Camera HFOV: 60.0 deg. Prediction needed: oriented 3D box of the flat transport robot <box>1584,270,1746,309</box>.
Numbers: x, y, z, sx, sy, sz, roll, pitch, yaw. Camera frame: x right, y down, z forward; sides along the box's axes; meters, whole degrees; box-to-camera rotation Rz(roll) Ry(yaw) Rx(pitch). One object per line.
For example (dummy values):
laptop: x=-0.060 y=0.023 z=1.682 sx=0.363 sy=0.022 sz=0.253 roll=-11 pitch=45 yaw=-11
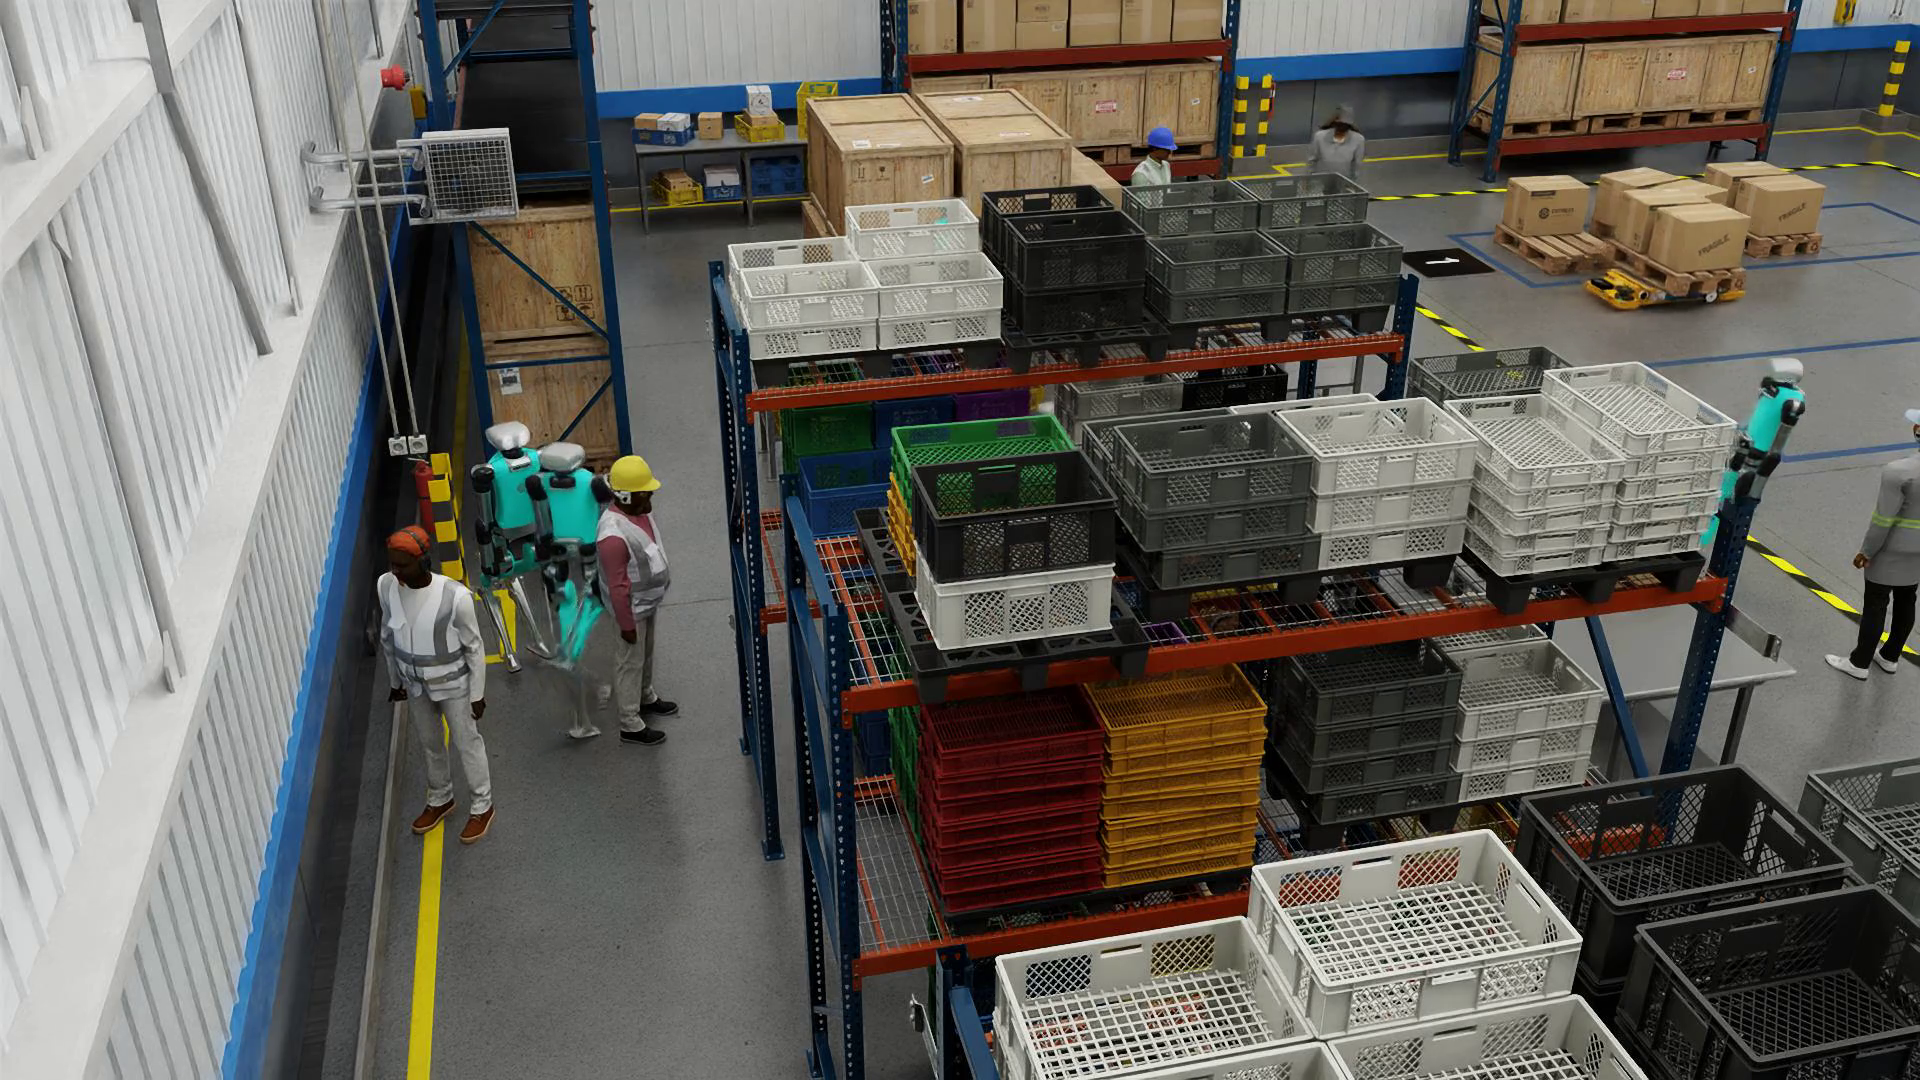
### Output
flat transport robot: x=7.203 y=-2.611 z=16.971 sx=1.431 sy=0.197 sz=0.652 roll=-6 pitch=28 yaw=-12

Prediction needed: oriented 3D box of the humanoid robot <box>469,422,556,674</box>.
humanoid robot: x=-2.817 y=-0.010 z=10.349 sx=0.533 sy=1.676 sz=0.735 roll=-20 pitch=34 yaw=-34

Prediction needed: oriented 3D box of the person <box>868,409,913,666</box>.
person: x=-0.382 y=-0.017 z=10.182 sx=0.392 sy=2.040 sz=0.607 roll=9 pitch=29 yaw=16

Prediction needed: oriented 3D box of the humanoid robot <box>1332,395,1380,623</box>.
humanoid robot: x=2.555 y=-0.218 z=10.974 sx=0.594 sy=1.635 sz=0.722 roll=-3 pitch=28 yaw=-6

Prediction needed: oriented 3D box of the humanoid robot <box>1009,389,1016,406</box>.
humanoid robot: x=0.223 y=-0.238 z=11.002 sx=0.494 sy=1.641 sz=0.611 roll=-5 pitch=28 yaw=-10

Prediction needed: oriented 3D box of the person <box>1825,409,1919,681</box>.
person: x=5.830 y=0.015 z=10.320 sx=0.588 sy=1.852 sz=0.375 roll=-8 pitch=29 yaw=-14

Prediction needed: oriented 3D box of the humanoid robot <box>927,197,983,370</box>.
humanoid robot: x=0.068 y=-1.957 z=14.179 sx=0.596 sy=1.765 sz=0.883 roll=-6 pitch=28 yaw=-11

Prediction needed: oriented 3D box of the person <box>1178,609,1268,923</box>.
person: x=1.232 y=1.166 z=8.162 sx=0.616 sy=1.836 sz=0.432 roll=-17 pitch=32 yaw=-29

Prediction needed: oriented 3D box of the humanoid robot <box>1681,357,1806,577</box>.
humanoid robot: x=5.101 y=-0.373 z=11.204 sx=0.810 sy=1.794 sz=0.552 roll=3 pitch=28 yaw=6

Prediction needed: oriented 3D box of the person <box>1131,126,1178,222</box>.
person: x=1.839 y=-2.997 z=15.947 sx=0.412 sy=1.939 sz=0.604 roll=18 pitch=33 yaw=30

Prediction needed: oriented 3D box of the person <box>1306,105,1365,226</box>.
person: x=3.934 y=-3.739 z=17.562 sx=0.570 sy=1.730 sz=0.771 roll=2 pitch=28 yaw=5

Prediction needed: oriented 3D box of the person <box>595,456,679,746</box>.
person: x=-1.888 y=0.342 z=9.736 sx=0.405 sy=1.823 sz=0.589 roll=2 pitch=28 yaw=5

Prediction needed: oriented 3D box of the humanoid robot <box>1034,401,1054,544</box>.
humanoid robot: x=0.429 y=-0.156 z=10.774 sx=0.590 sy=1.779 sz=0.870 roll=-14 pitch=31 yaw=-24

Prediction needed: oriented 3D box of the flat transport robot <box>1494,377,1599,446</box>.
flat transport robot: x=4.780 y=-1.036 z=14.013 sx=0.659 sy=0.231 sz=1.431 roll=-6 pitch=28 yaw=-12

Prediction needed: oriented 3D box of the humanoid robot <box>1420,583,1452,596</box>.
humanoid robot: x=3.431 y=-0.421 z=11.331 sx=0.612 sy=1.638 sz=0.392 roll=-16 pitch=32 yaw=-28

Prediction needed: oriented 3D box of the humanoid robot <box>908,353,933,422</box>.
humanoid robot: x=-0.198 y=-0.505 z=11.478 sx=0.407 sy=1.651 sz=0.593 roll=5 pitch=28 yaw=10

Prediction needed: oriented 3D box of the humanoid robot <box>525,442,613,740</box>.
humanoid robot: x=-2.306 y=0.374 z=9.772 sx=0.560 sy=1.745 sz=0.919 roll=2 pitch=28 yaw=4

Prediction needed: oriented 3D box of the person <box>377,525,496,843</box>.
person: x=-2.789 y=0.767 z=8.858 sx=0.583 sy=1.881 sz=0.337 roll=9 pitch=29 yaw=16
